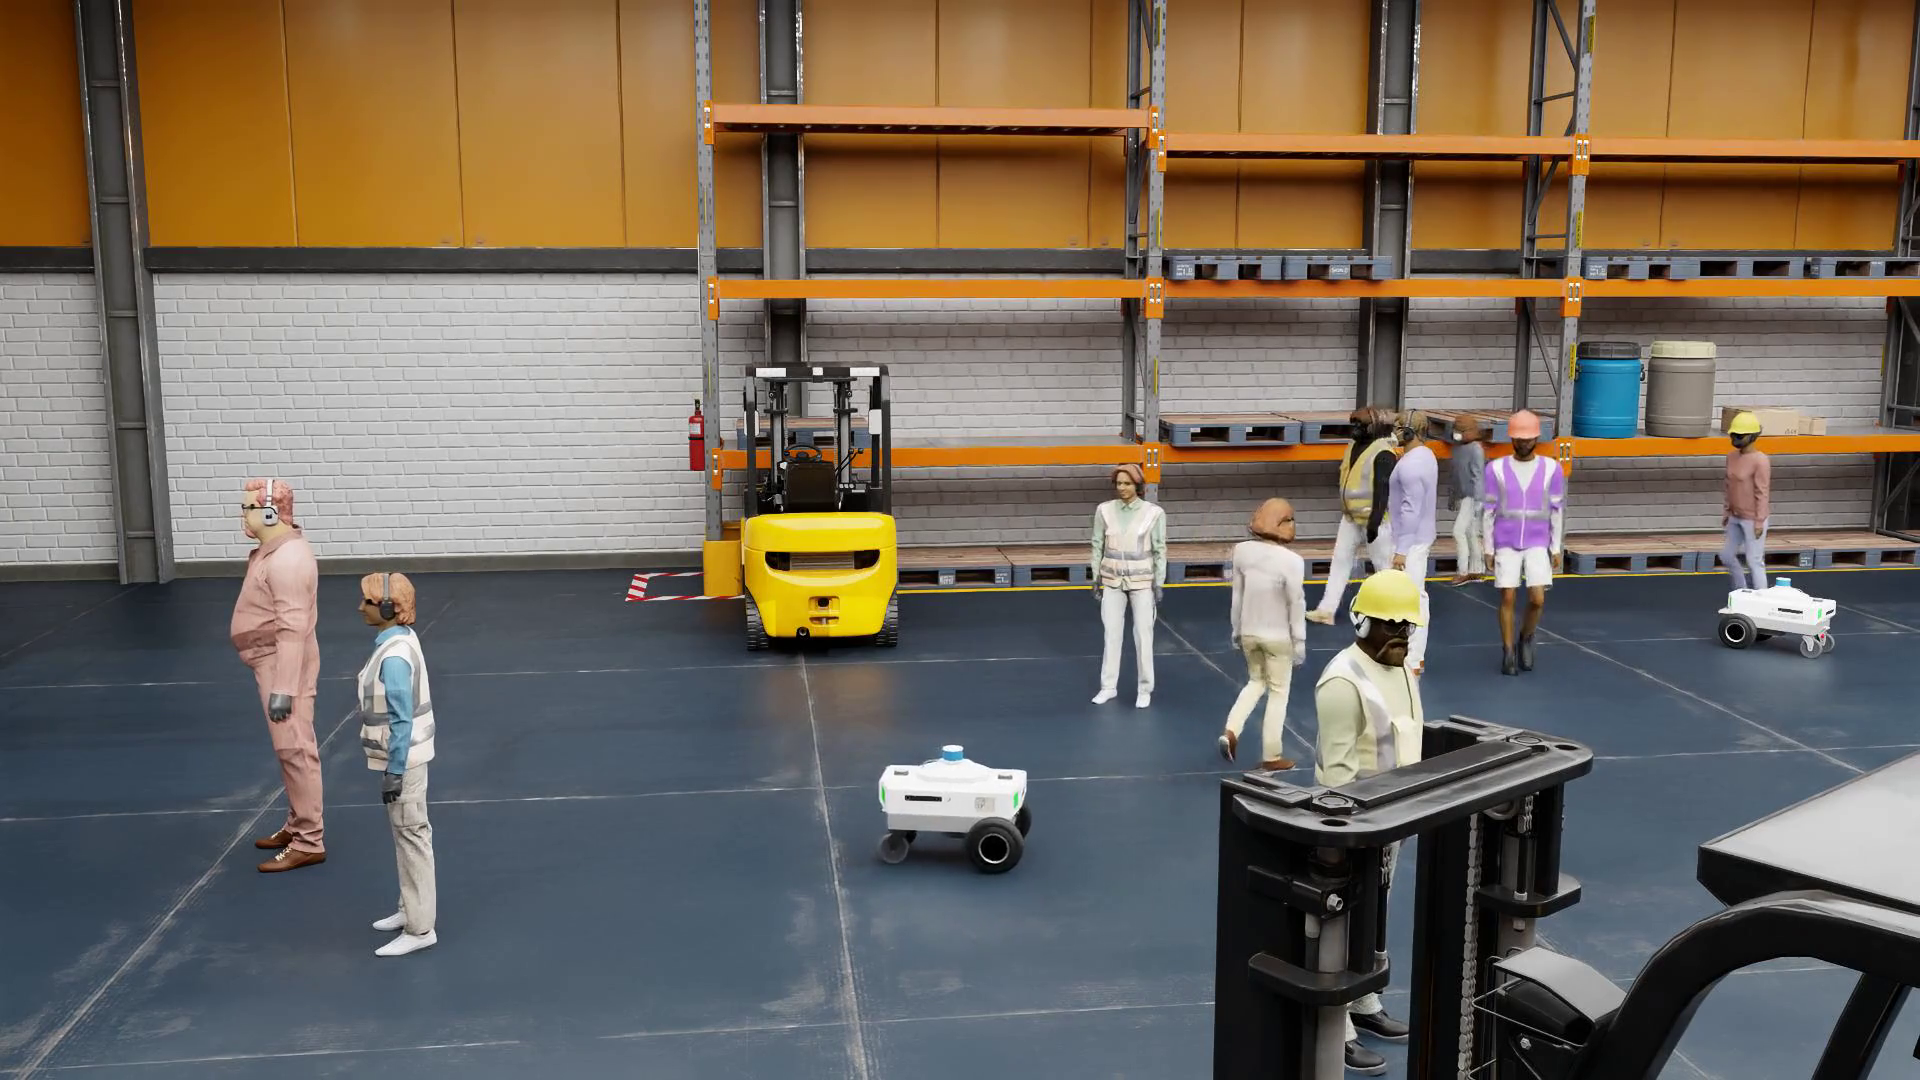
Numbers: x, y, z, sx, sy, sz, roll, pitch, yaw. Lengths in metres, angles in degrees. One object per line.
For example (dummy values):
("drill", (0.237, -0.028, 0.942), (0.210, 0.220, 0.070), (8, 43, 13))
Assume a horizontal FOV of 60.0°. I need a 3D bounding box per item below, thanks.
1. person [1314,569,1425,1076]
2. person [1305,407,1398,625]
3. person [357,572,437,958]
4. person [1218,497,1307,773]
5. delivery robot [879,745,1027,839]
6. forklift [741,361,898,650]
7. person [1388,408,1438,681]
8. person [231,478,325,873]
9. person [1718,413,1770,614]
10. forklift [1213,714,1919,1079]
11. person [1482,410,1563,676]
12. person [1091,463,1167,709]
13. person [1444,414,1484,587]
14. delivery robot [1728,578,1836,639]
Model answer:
("person", (1.512, 1.006, 6.103), (0.404, 1.828, 0.592), (7, 11, 36))
("person", (3.215, -0.171, 13.519), (0.889, 1.799, 0.653), (-3, 10, -20))
("person", (-2.392, 0.942, 7.092), (0.309, 1.641, 0.511), (-3, 10, -18))
("person", (1.743, 0.559, 9.537), (0.427, 1.617, 0.513), (-7, 12, -39))
("delivery robot", (-0.036, 1.258, 8.203), (0.707, 0.478, 0.477), (1, 9, 8))
("forklift", (-1.154, -0.340, 13.365), (1.214, 2.155, 2.313), (-1, 9, -7))
("person", (3.196, 0.031, 11.845), (0.358, 1.938, 0.636), (4, 10, 24))
("person", (-3.314, 0.648, 8.097), (0.407, 1.909, 0.639), (-4, 10, -22))
("person", (6.521, -0.185, 13.823), (0.458, 1.744, 0.541), (-1, 9, -7))
("forklift", (1.441, 1.425, 2.350), (1.214, 2.155, 2.313), (-7, 12, -39))
("person", (4.014, 0.029, 11.894), (0.559, 1.919, 0.415), (3, 9, 16))
("person", (1.120, 0.303, 11.082), (0.523, 1.638, 0.310), (4, 10, 24))
("person", (4.664, -0.359, 15.317), (0.602, 1.606, 0.584), (-2, 9, -12))
("delivery robot", (6.289, 0.532, 12.734), (0.477, 0.478, 0.707), (-9, 13, -44))
